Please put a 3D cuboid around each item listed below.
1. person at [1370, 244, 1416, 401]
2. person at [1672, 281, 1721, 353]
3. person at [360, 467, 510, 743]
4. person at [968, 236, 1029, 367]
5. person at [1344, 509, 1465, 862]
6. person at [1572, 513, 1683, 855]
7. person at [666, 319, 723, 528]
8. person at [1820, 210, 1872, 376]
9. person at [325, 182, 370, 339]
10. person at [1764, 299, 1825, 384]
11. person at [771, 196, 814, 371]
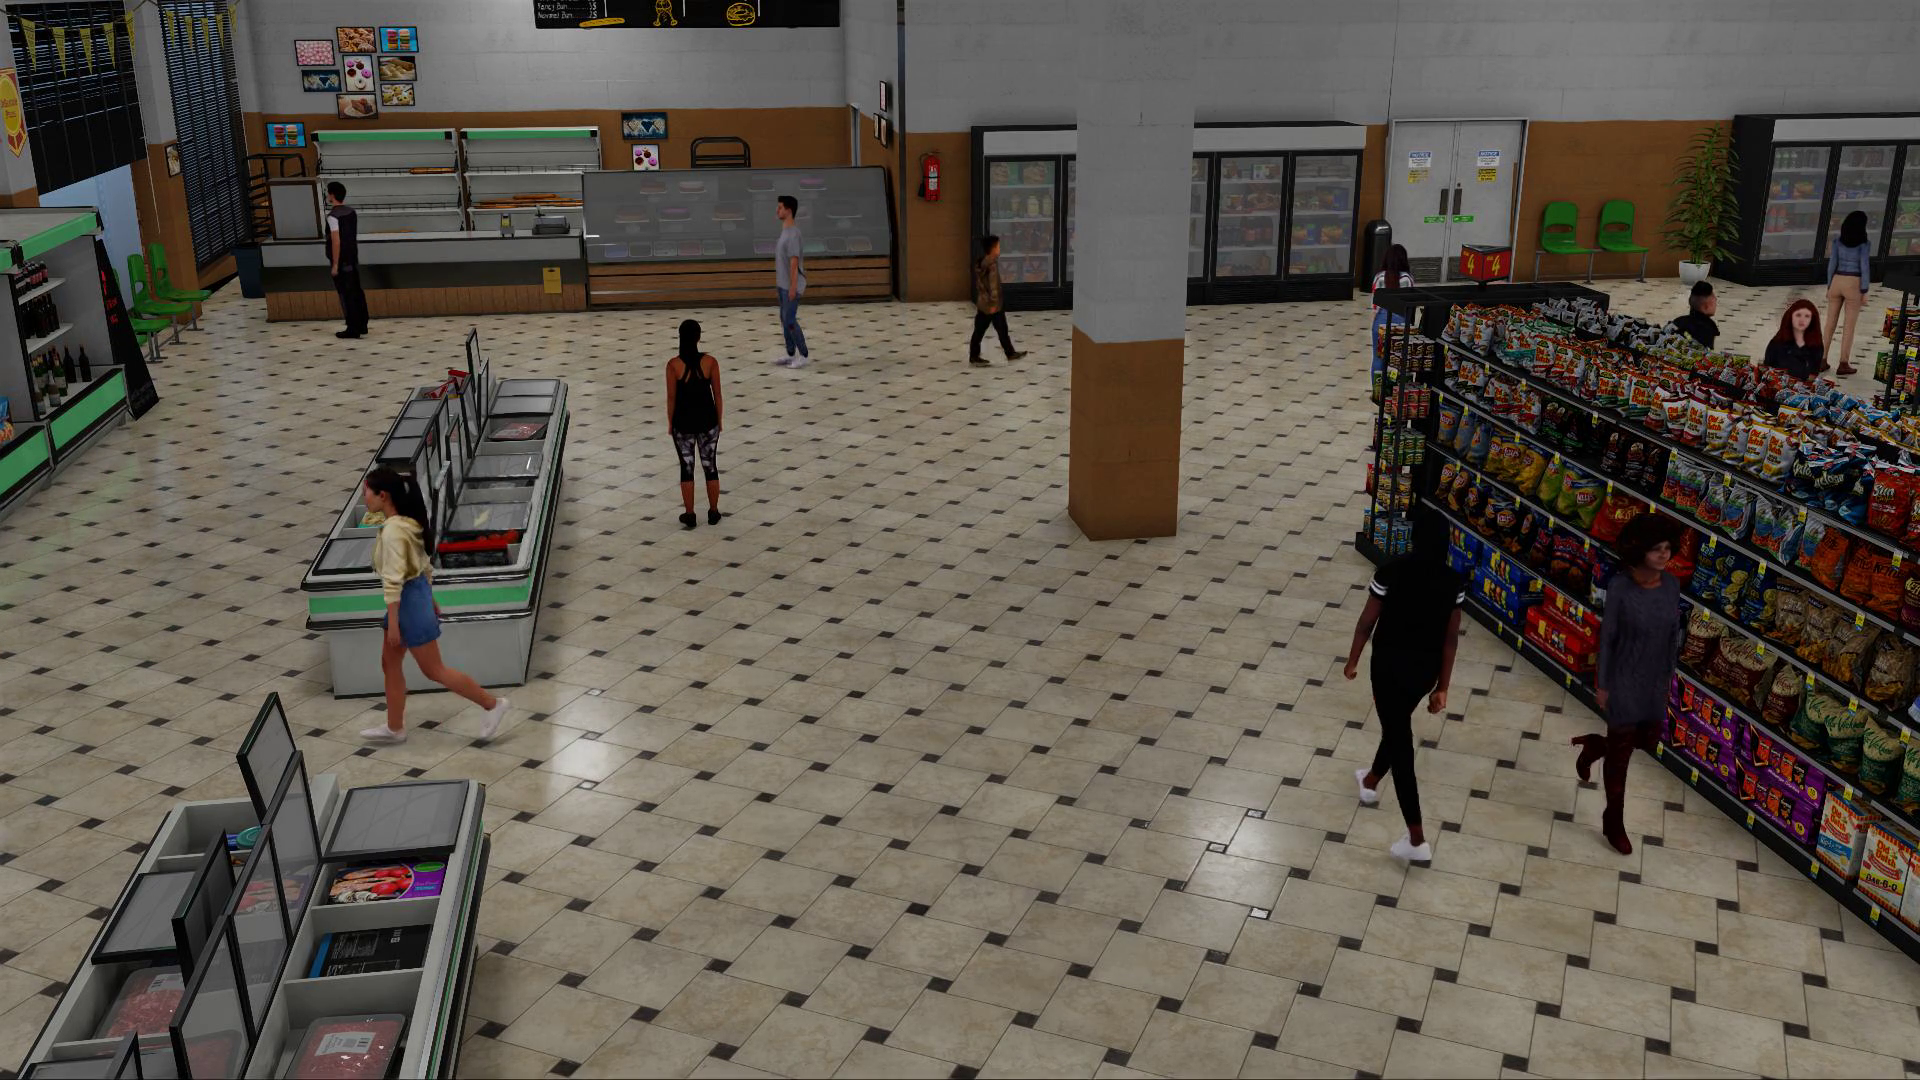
[{"bbox_3d":[4.383,-2.204,16.897,0.655,1.614,0.636,4,19,12],"label":"person"},{"bbox_3d":[5.783,-1.174,13.475,0.807,1.849,0.645,-4,19,-12],"label":"person"},{"bbox_3d":[-2.958,0.393,9.215,0.725,1.603,0.997,-2,19,-7],"label":"person"},{"bbox_3d":[0.257,-2.614,18.402,0.801,1.430,0.904,-9,20,-24],"label":"person"},{"bbox_3d":[2.195,0.729,8.088,0.621,1.686,1.195,-3,19,-9],"label":"person"},{"bbox_3d":[3.286,0.674,8.236,0.594,1.695,0.879,-4,19,-11],"label":"person"},{"bbox_3d":[-2.080,-0.930,13.044,0.611,1.662,0.540,-6,20,-17],"label":"person"},{"bbox_3d":[9.652,-2.703,18.128,0.753,1.774,0.641,-12,22,-32],"label":"person"},{"bbox_3d":[-7.374,-3.363,19.970,0.785,1.848,0.640,4,19,11],"label":"person"},{"bbox_3d":[6.501,-1.013,13.147,1.060,1.754,1.259,9,20,24],"label":"person"},{"bbox_3d":[-1.841,-2.849,18.385,0.799,1.887,0.633,-6,20,-18],"label":"person"}]
